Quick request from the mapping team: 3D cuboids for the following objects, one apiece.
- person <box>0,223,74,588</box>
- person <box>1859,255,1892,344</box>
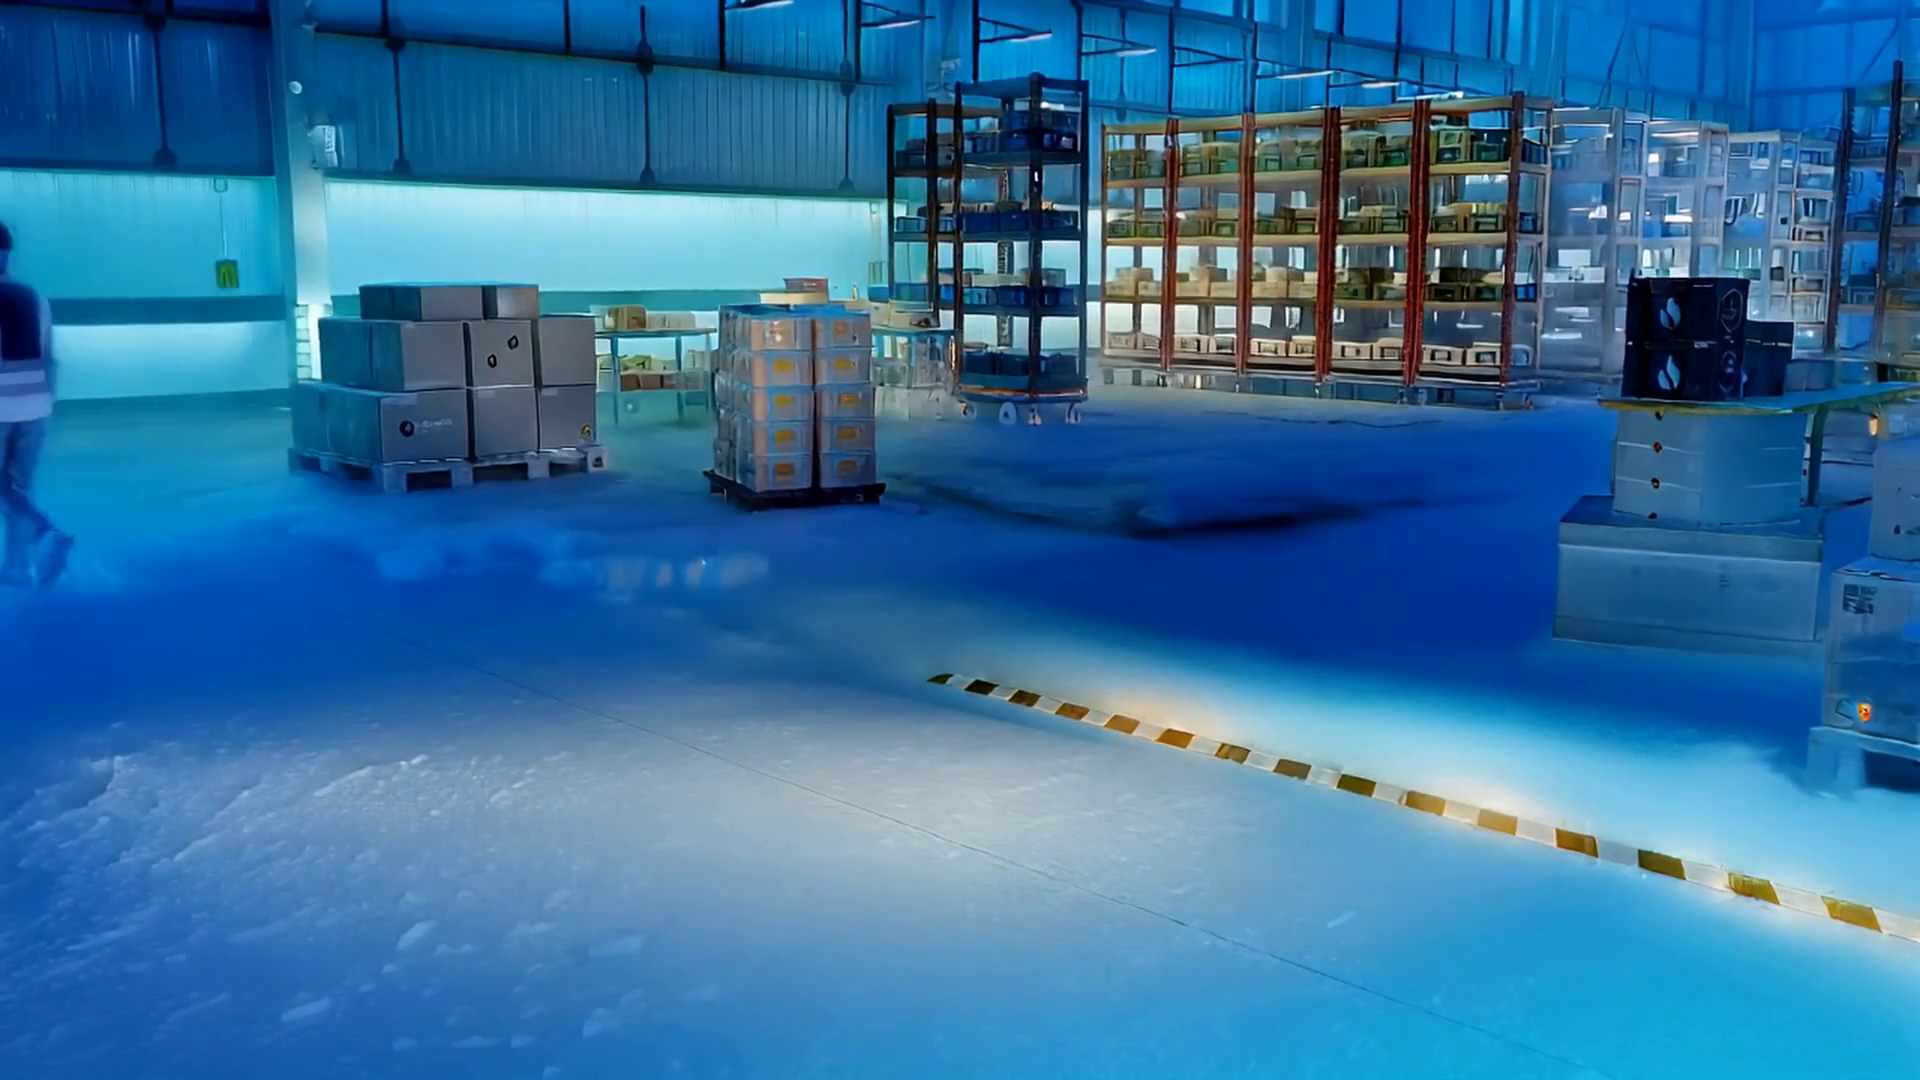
[{"bbox_3d":[-4.845,-0.676,8.531,0.627,1.930,0.611,3,10,17],"label":"person"},{"bbox_3d":[12.260,-2.907,22.320,0.530,1.809,0.623,4,10,25],"label":"person"}]
